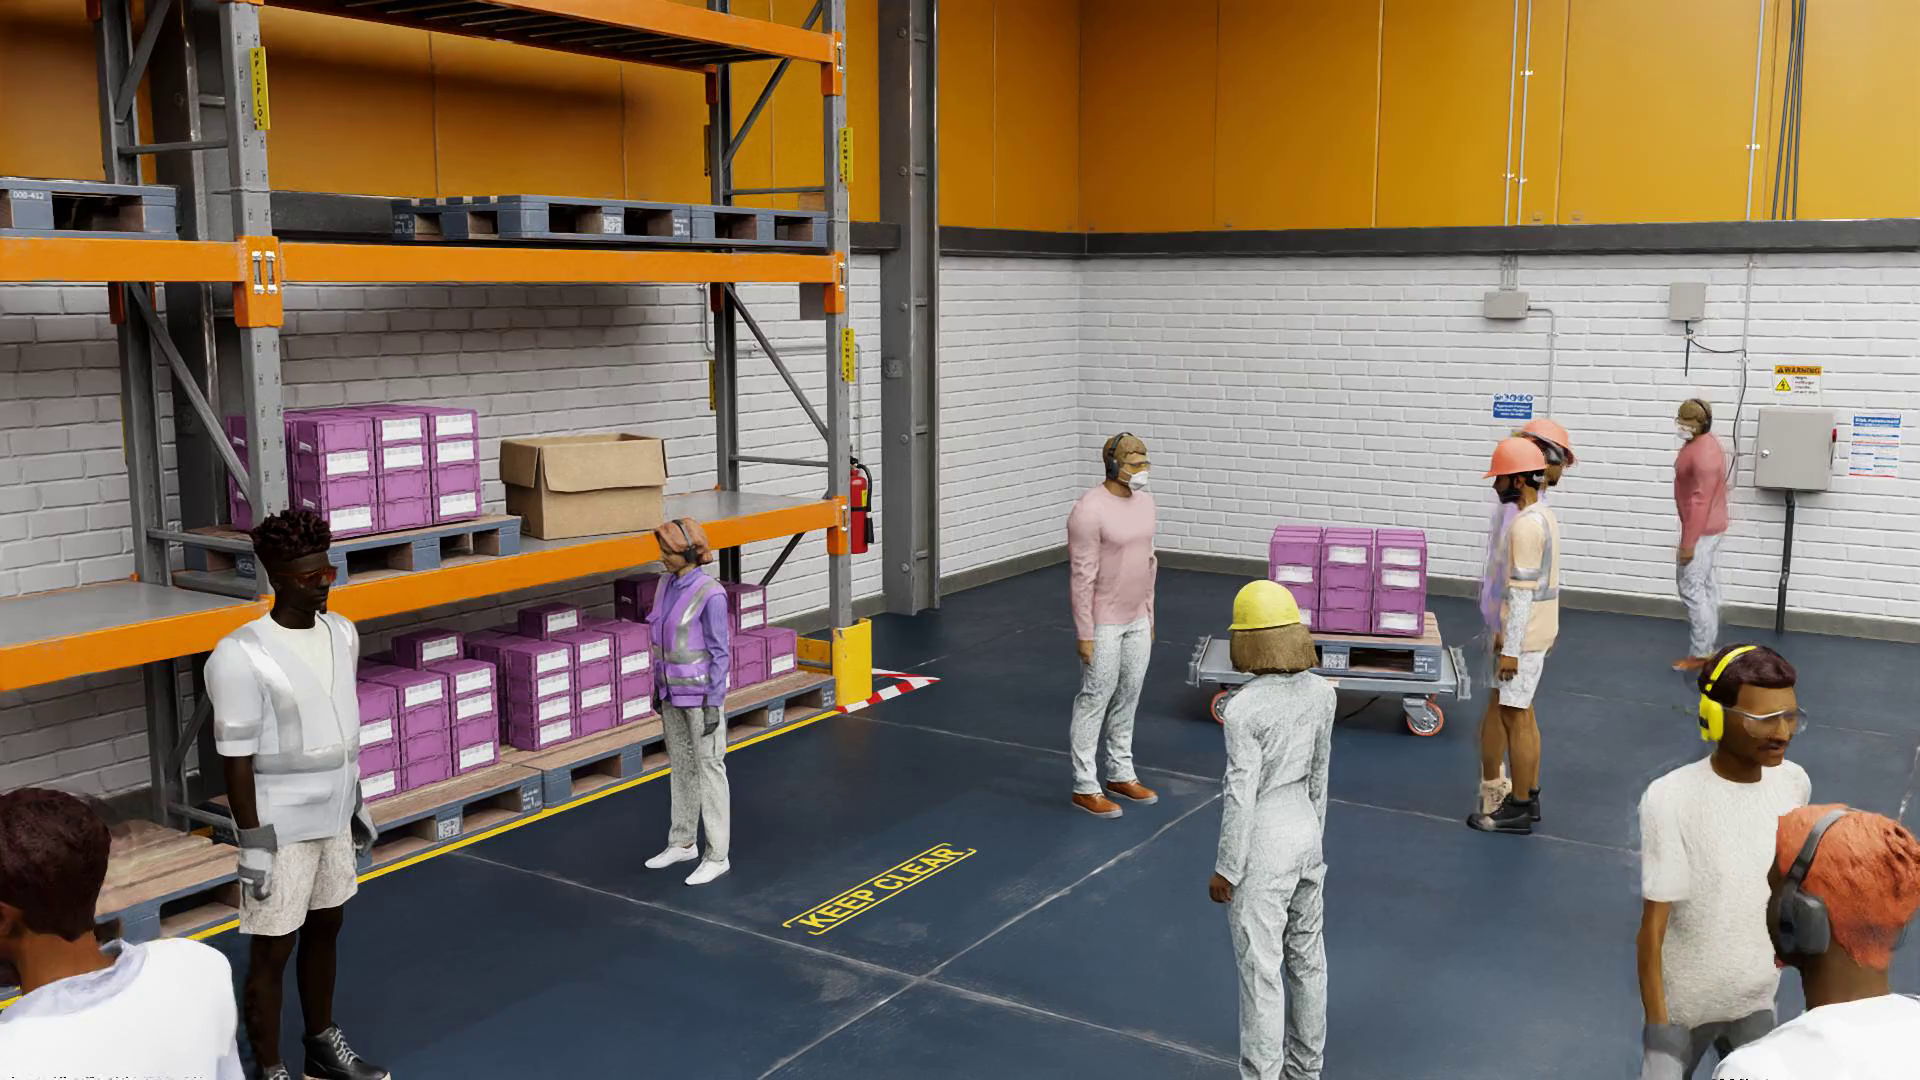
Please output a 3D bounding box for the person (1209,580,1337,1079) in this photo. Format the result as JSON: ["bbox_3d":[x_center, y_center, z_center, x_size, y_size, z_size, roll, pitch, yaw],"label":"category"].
[{"bbox_3d":[0.972,0.987,5.292,0.485,1.736,0.309,-8,12,-40],"label":"person"}]

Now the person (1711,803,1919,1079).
[{"bbox_3d":[1.337,1.334,2.588,0.585,1.873,0.357,-5,10,-27],"label":"person"}]

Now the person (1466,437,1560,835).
[{"bbox_3d":[2.706,0.463,8.109,0.389,1.923,0.550,4,10,24],"label":"person"}]

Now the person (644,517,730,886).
[{"bbox_3d":[-1.205,0.708,7.418,0.310,1.639,0.514,-8,12,-41],"label":"person"}]

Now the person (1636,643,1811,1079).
[{"bbox_3d":[1.843,1.150,3.960,0.543,1.815,0.980,-3,9,-16],"label":"person"}]

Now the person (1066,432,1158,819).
[{"bbox_3d":[0.776,0.418,8.369,0.369,1.932,0.635,8,12,41],"label":"person"}]

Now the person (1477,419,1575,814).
[{"bbox_3d":[2.785,0.410,8.254,0.393,1.994,0.752,4,10,23],"label":"person"}]

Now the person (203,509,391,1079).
[{"bbox_3d":[-2.086,0.873,5.279,0.373,1.966,0.605,3,9,18],"label":"person"}]

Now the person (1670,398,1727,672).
[{"bbox_3d":[5.097,-0.041,11.486,0.416,1.897,0.798,4,9,22],"label":"person"}]

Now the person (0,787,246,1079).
[{"bbox_3d":[-1.488,1.313,2.691,0.971,1.874,0.625,2,9,10],"label":"person"}]
